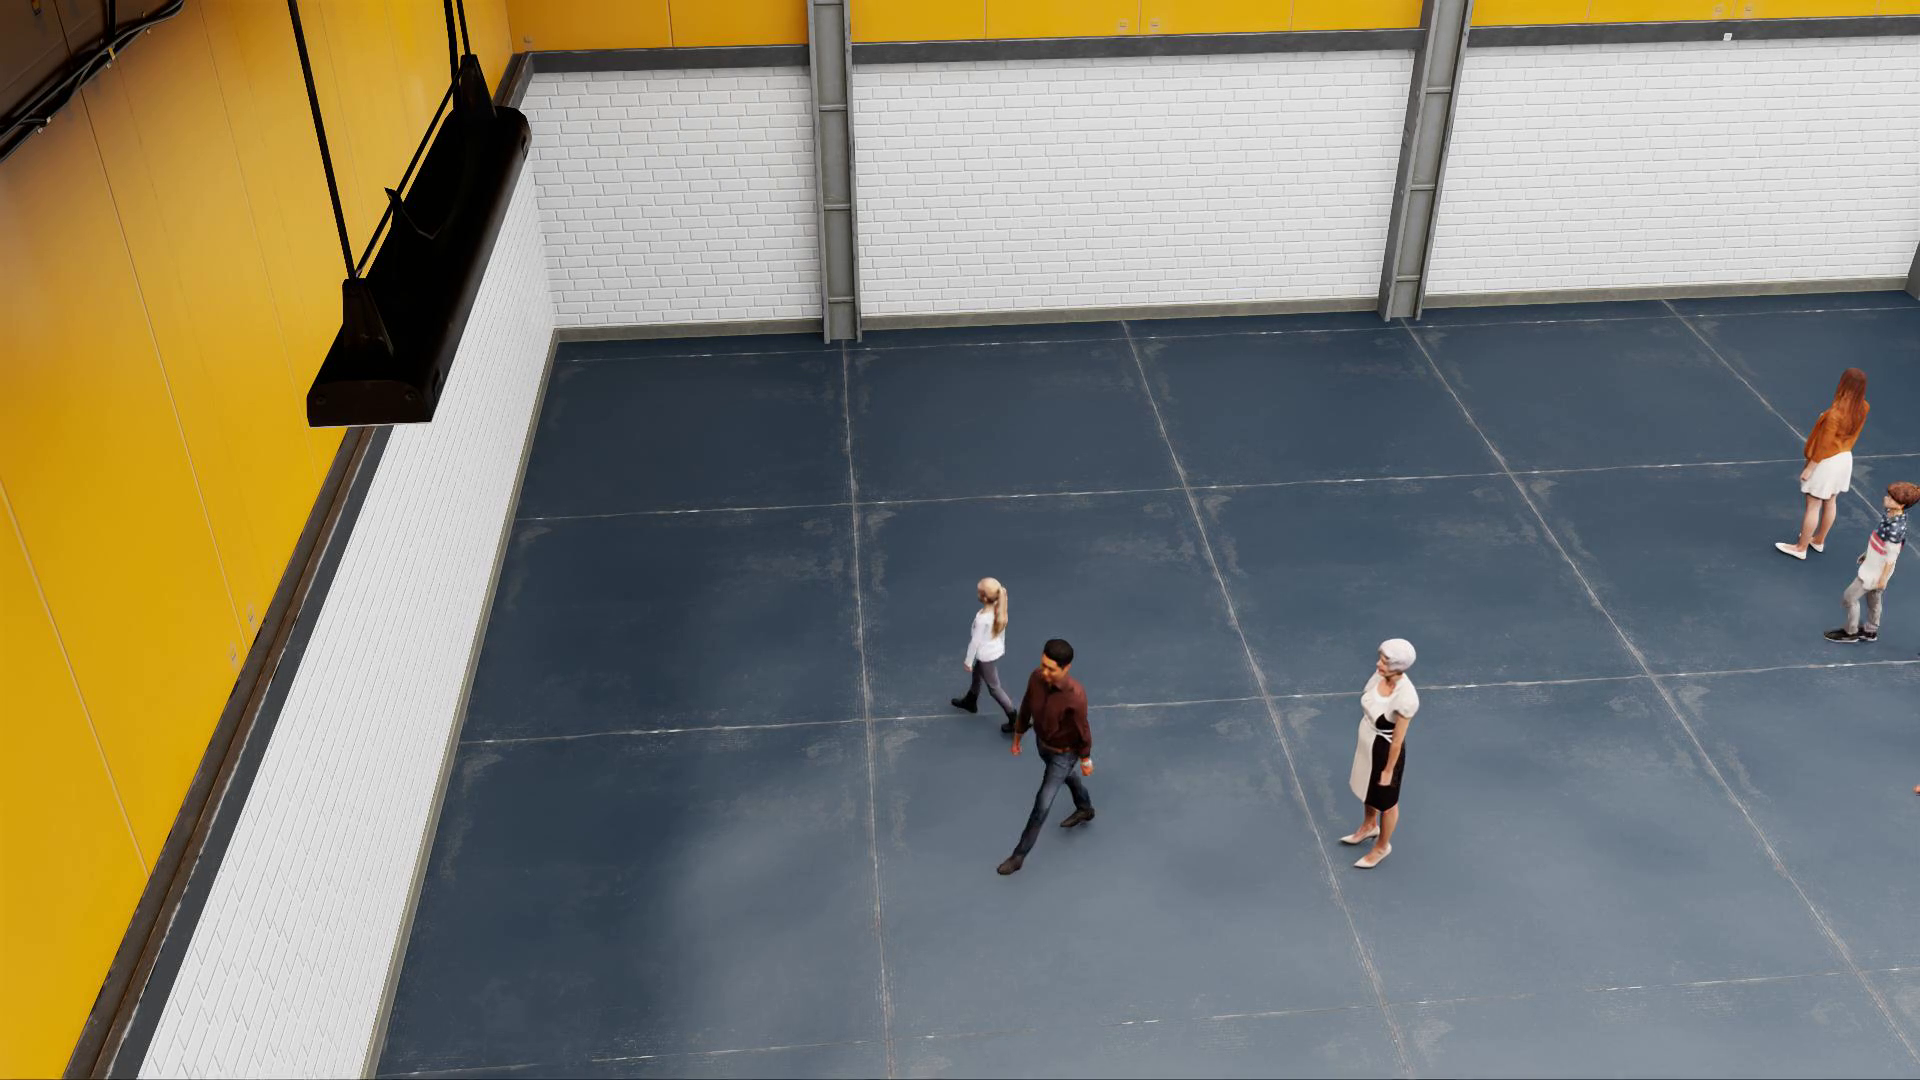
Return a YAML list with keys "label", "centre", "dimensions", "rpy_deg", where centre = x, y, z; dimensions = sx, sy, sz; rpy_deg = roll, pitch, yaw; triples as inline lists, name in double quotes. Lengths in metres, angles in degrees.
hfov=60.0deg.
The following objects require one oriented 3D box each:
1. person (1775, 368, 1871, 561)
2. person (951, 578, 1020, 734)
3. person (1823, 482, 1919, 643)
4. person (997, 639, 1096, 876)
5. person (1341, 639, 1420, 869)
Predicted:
- label: "person"
  centre: [7.170, -0.627, 13.687]
  dimensions: [0.634, 1.723, 0.760]
  rpy_deg: [-16, 37, -22]
- label: "person"
  centre: [0.260, 0.847, 11.889]
  dimensions: [0.956, 1.258, 0.801]
  rpy_deg: [16, 37, 23]
- label: "person"
  centre: [7.102, 0.194, 12.722]
  dimensions: [0.717, 1.424, 0.651]
  rpy_deg: [16, 37, 22]
- label: "person"
  centre: [0.686, 1.321, 10.760]
  dimensions: [1.271, 1.718, 1.123]
  rpy_deg: [-24, 41, -32]
- label: "person"
  centre: [2.721, 1.364, 10.667]
  dimensions: [0.555, 1.749, 0.625]
  rpy_deg: [-7, 34, -10]
